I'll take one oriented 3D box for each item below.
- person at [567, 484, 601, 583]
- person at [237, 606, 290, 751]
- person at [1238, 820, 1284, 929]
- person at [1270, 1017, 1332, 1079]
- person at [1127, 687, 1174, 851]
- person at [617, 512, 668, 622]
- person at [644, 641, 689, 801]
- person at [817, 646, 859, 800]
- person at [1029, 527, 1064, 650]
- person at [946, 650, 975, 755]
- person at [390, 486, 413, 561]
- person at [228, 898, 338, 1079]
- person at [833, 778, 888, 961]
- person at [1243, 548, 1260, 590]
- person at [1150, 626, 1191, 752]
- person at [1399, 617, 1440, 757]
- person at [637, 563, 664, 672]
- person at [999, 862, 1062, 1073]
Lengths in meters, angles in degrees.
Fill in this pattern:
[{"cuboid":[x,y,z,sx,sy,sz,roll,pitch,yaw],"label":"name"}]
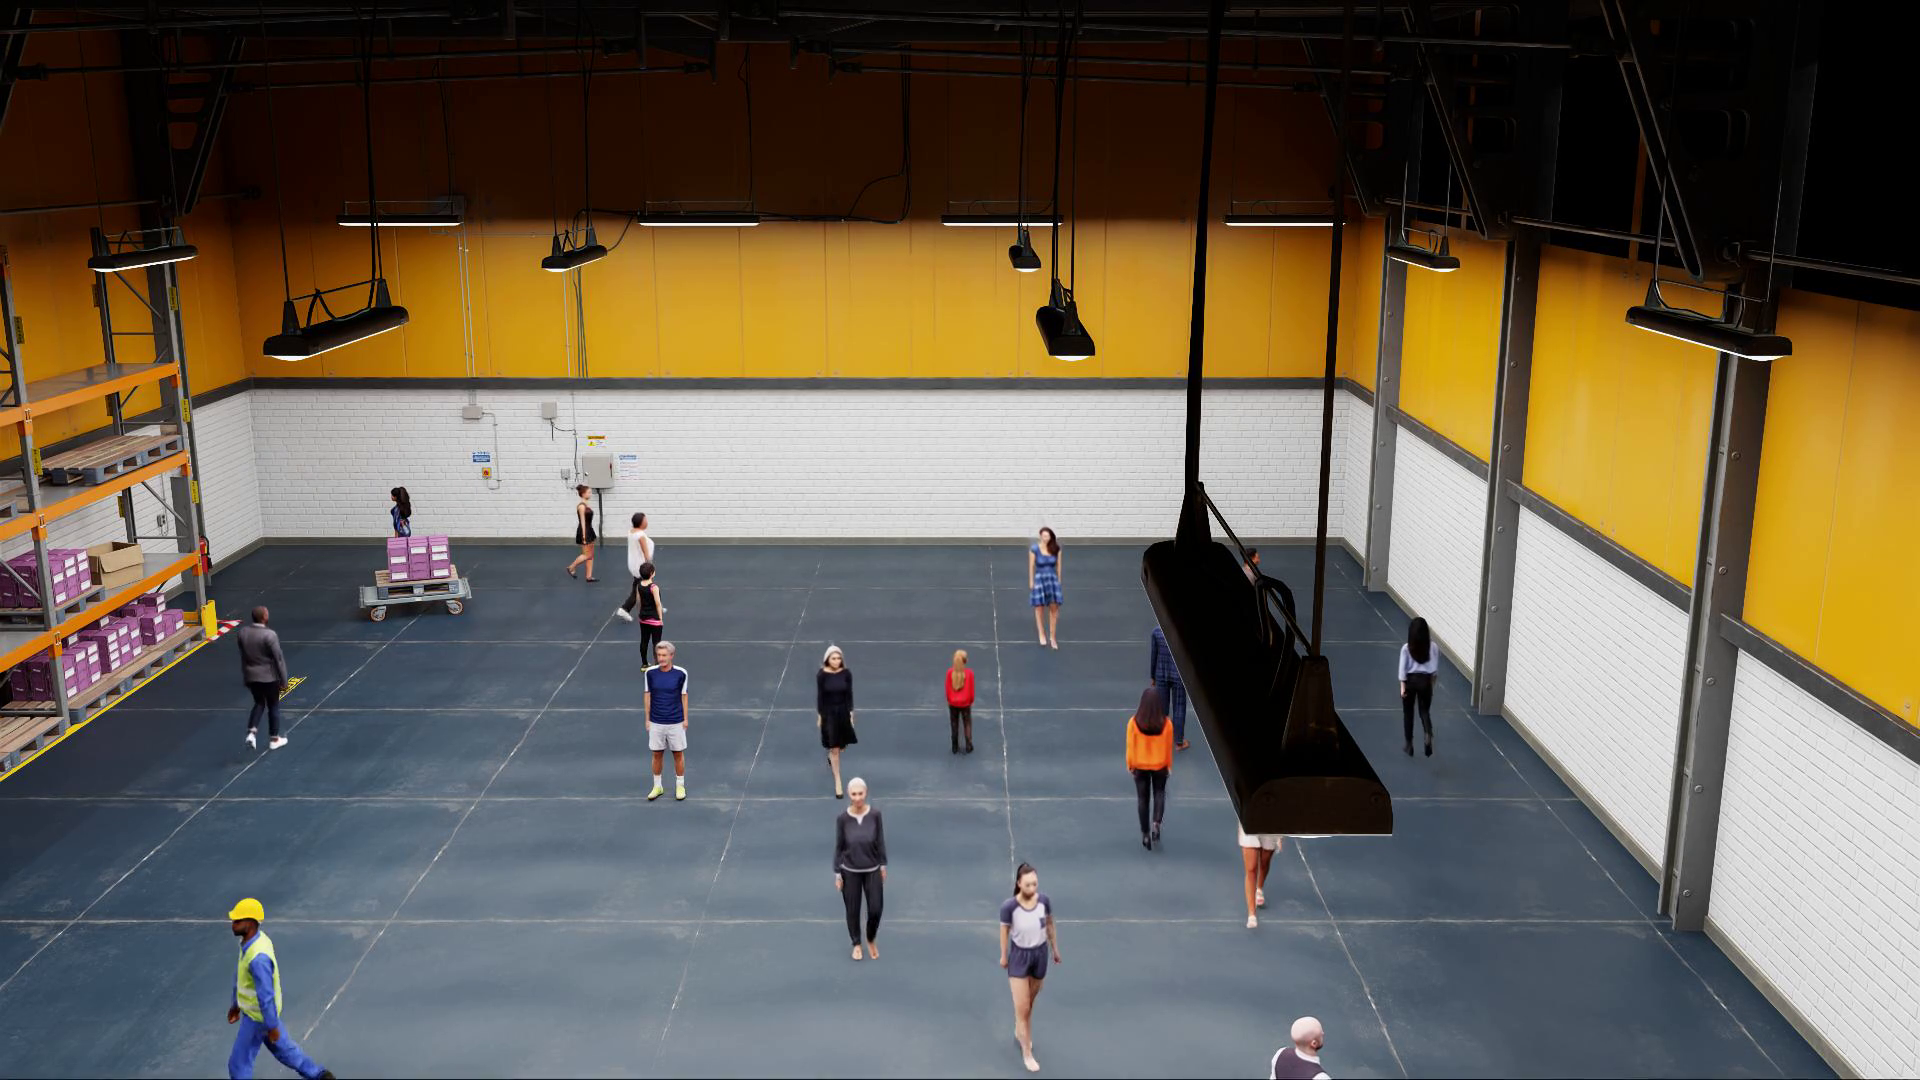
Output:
[{"cuboid":[-6.283,-0.089,27.548,0.662,1.663,0.692,1,14,5],"label":"person"},{"cuboid":[-8.394,1.688,19.908,0.837,1.806,0.908,3,14,12],"label":"person"},{"cuboid":[2.853,2.771,15.772,0.720,1.645,1.162,2,14,10],"label":"person"},{"cuboid":[2.202,3.907,10.704,0.843,1.824,0.729,-8,16,-30],"label":"person"},{"cuboid":[1.972,2.385,17.174,0.618,1.736,0.617,0,14,1],"label":"person"},{"cuboid":[-4.927,0.425,25.430,1.035,1.660,1.122,-7,15,-26],"label":"person"},{"cuboid":[-3.273,1.994,18.572,0.625,1.838,0.530,0,14,1],"label":"person"},{"cuboid":[-1.427,2.008,18.754,0.785,1.725,1.043,-4,14,-17],"label":"person"},{"cuboid":[1.221,0.672,24.146,0.700,1.786,0.843,-2,14,-8],"label":"person"},{"cuboid":[-0.018,1.946,19.961,0.509,1.278,0.553,1,14,4],"label":"person"},{"cuboid":[-9.281,-0.104,27.697,0.659,1.621,0.473,0,14,-1],"label":"person"},{"cuboid":[-5.149,3.508,12.443,1.092,1.780,1.226,-7,15,-26],"label":"person"},{"cuboid":[-0.899,2.925,14.990,0.672,1.715,0.631,-2,14,-7],"label":"person"},{"cuboid":[3.950,0.971,22.953,0.712,1.765,0.482,-7,15,-26],"label":"person"},{"cuboid":[2.551,1.638,20.088,0.735,1.818,0.711,5,14,20],"label":"person"},{"cuboid":[5.442,1.784,19.672,0.629,1.729,0.865,0,14,-1],"label":"person"},{"cuboid":[-4.292,1.066,23.030,0.614,1.543,0.638,8,16,29],"label":"person"},{"cuboid":[0.502,3.357,13.392,0.834,1.628,0.980,-7,15,-27],"label":"person"}]
